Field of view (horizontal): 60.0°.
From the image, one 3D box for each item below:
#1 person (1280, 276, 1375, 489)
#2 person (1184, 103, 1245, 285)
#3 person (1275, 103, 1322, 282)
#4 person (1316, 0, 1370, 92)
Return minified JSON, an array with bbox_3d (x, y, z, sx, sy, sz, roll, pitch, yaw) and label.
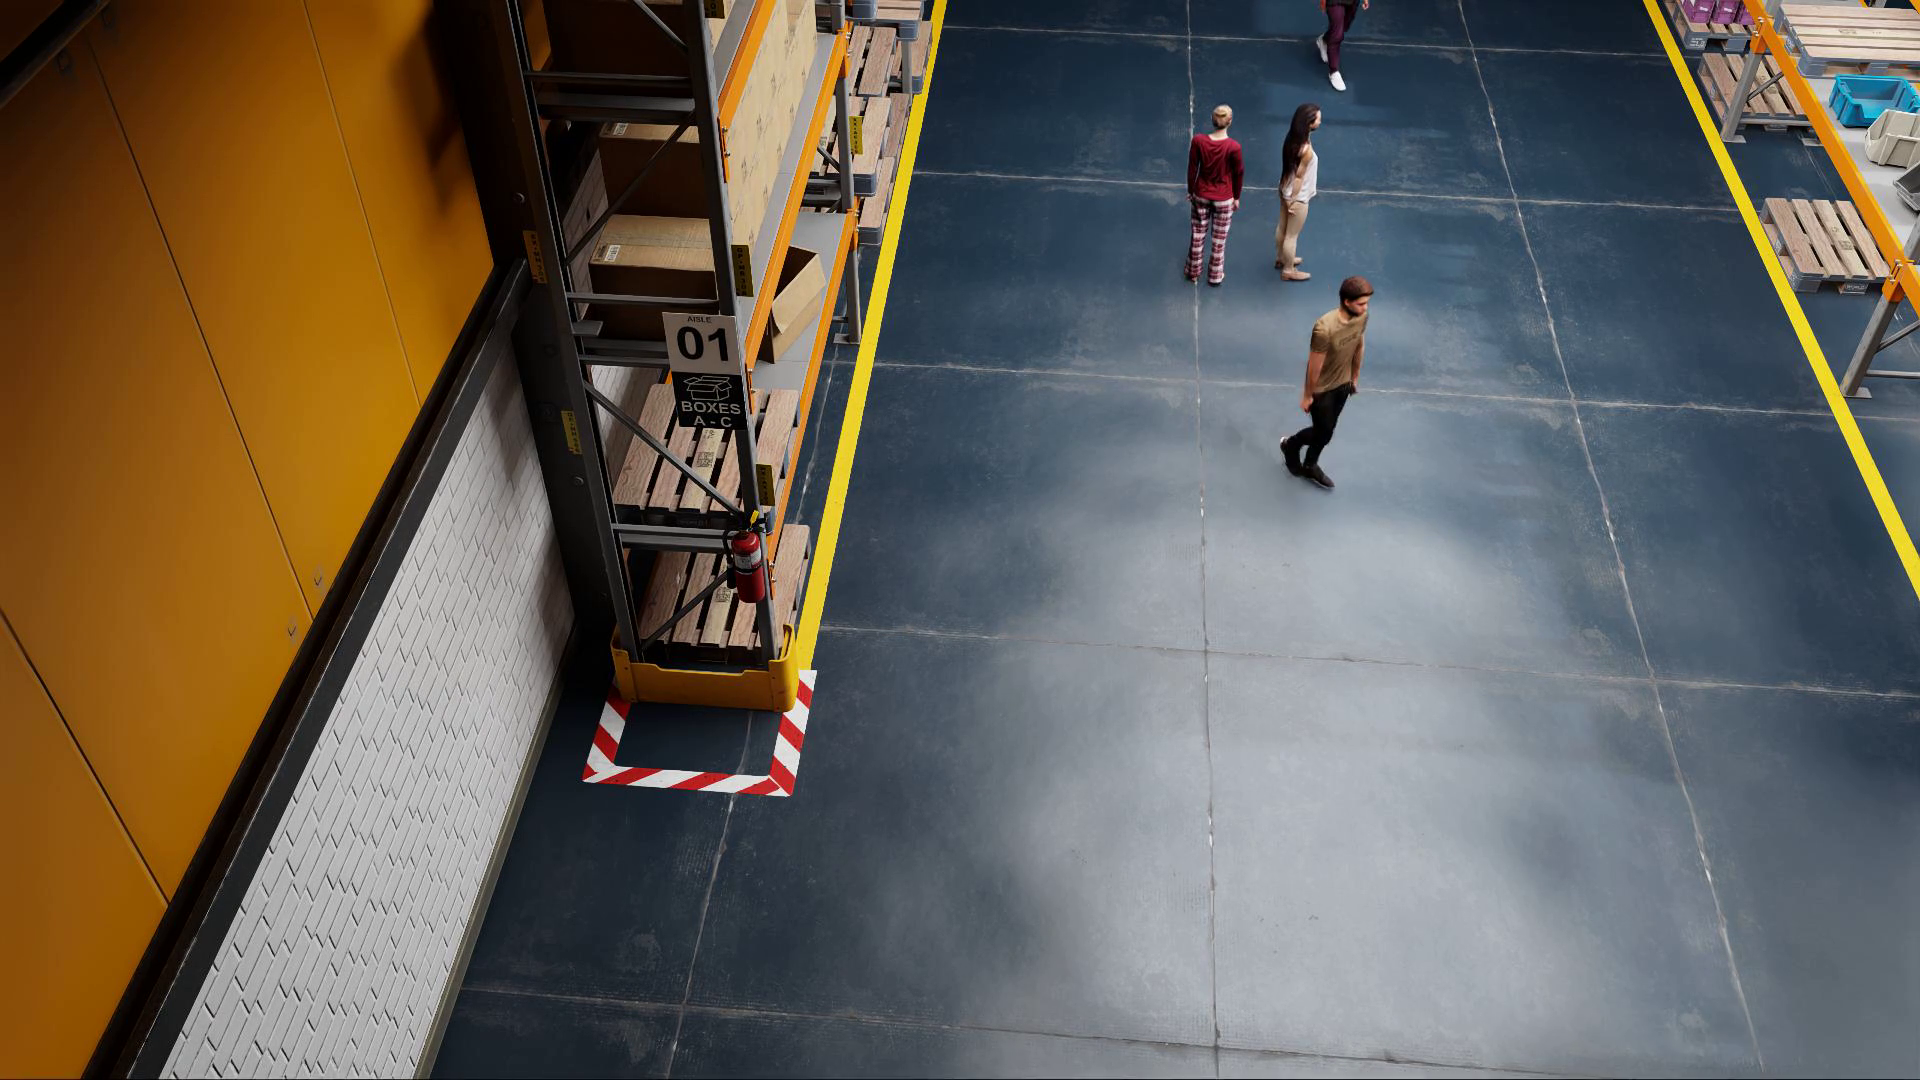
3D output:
[{"bbox_3d":[2.616,-1.180,12.110,0.853,1.839,0.912,-28,50,-26],"label":"person"},{"bbox_3d":[2.141,-2.928,14.044,0.659,1.702,0.587,14,45,14],"label":"person"},{"bbox_3d":[2.830,-2.948,14.101,0.674,1.653,0.610,-27,50,-25],"label":"person"},{"bbox_3d":[3.837,-5.521,16.722,0.931,1.763,1.168,-15,46,-15],"label":"person"}]
